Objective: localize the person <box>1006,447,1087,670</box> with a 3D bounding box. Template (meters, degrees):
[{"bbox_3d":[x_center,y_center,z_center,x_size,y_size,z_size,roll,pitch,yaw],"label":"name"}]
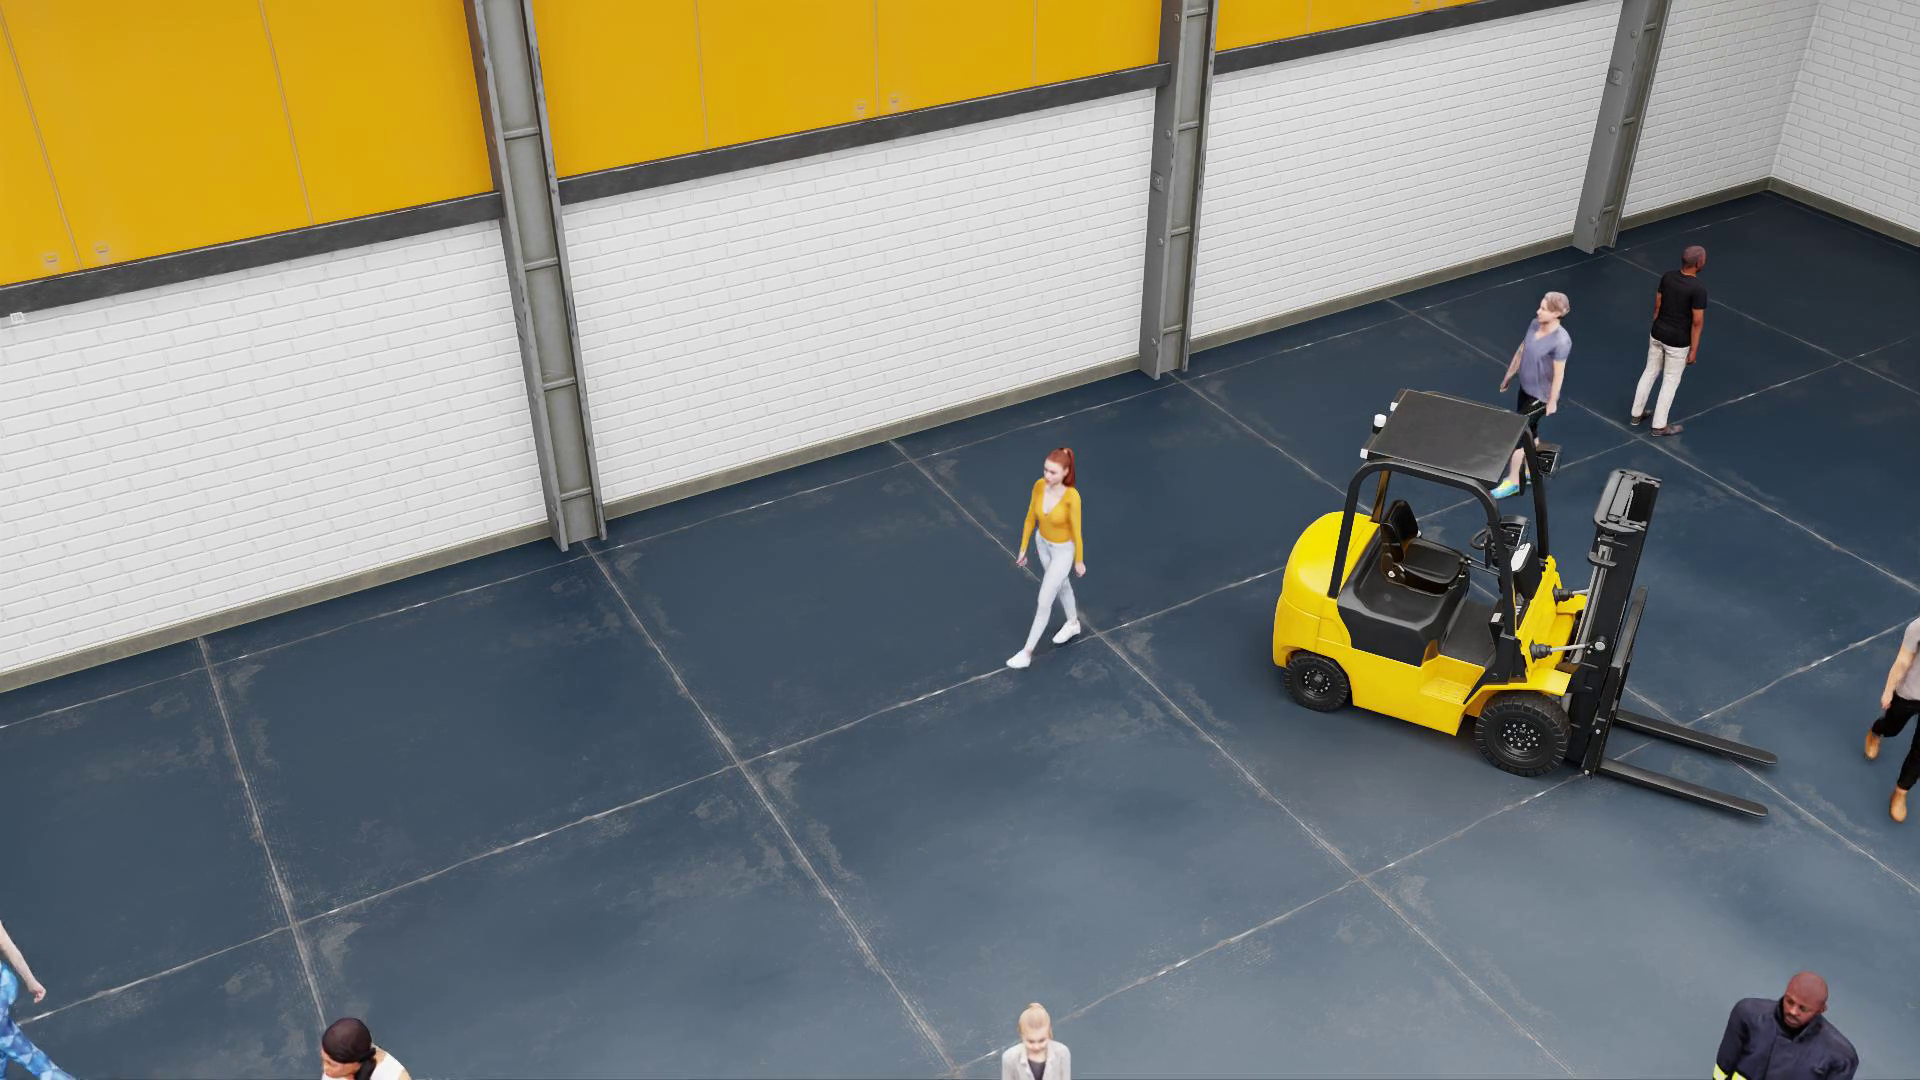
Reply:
[{"bbox_3d":[0.757,0.071,12.224,0.814,1.714,1.158,28,43,36],"label":"person"}]

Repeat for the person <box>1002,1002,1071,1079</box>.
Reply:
[{"bbox_3d":[0.393,2.823,8.488,0.773,1.265,0.746,-2,34,-4],"label":"person"}]

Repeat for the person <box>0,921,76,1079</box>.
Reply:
[{"bbox_3d":[-4.895,2.465,8.598,1.250,1.740,1.105,5,34,7],"label":"person"}]

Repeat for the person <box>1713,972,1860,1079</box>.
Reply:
[{"bbox_3d":[3.989,2.741,8.133,1.036,1.797,1.284,23,40,30],"label":"person"}]

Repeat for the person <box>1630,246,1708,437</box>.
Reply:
[{"bbox_3d":[6.400,-1.805,14.964,0.575,1.805,0.656,-17,37,-24],"label":"person"}]

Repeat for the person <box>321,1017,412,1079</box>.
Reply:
[{"bbox_3d":[-2.760,2.855,8.090,0.955,1.654,1.206,21,39,29],"label":"person"}]

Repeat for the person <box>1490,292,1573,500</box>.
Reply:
[{"bbox_3d":[4.944,-1.234,14.053,0.889,1.864,0.819,-4,34,-6],"label":"person"}]

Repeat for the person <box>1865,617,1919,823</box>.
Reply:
[{"bbox_3d":[6.306,0.958,10.906,1.013,1.696,1.133,12,36,18],"label":"person"}]
